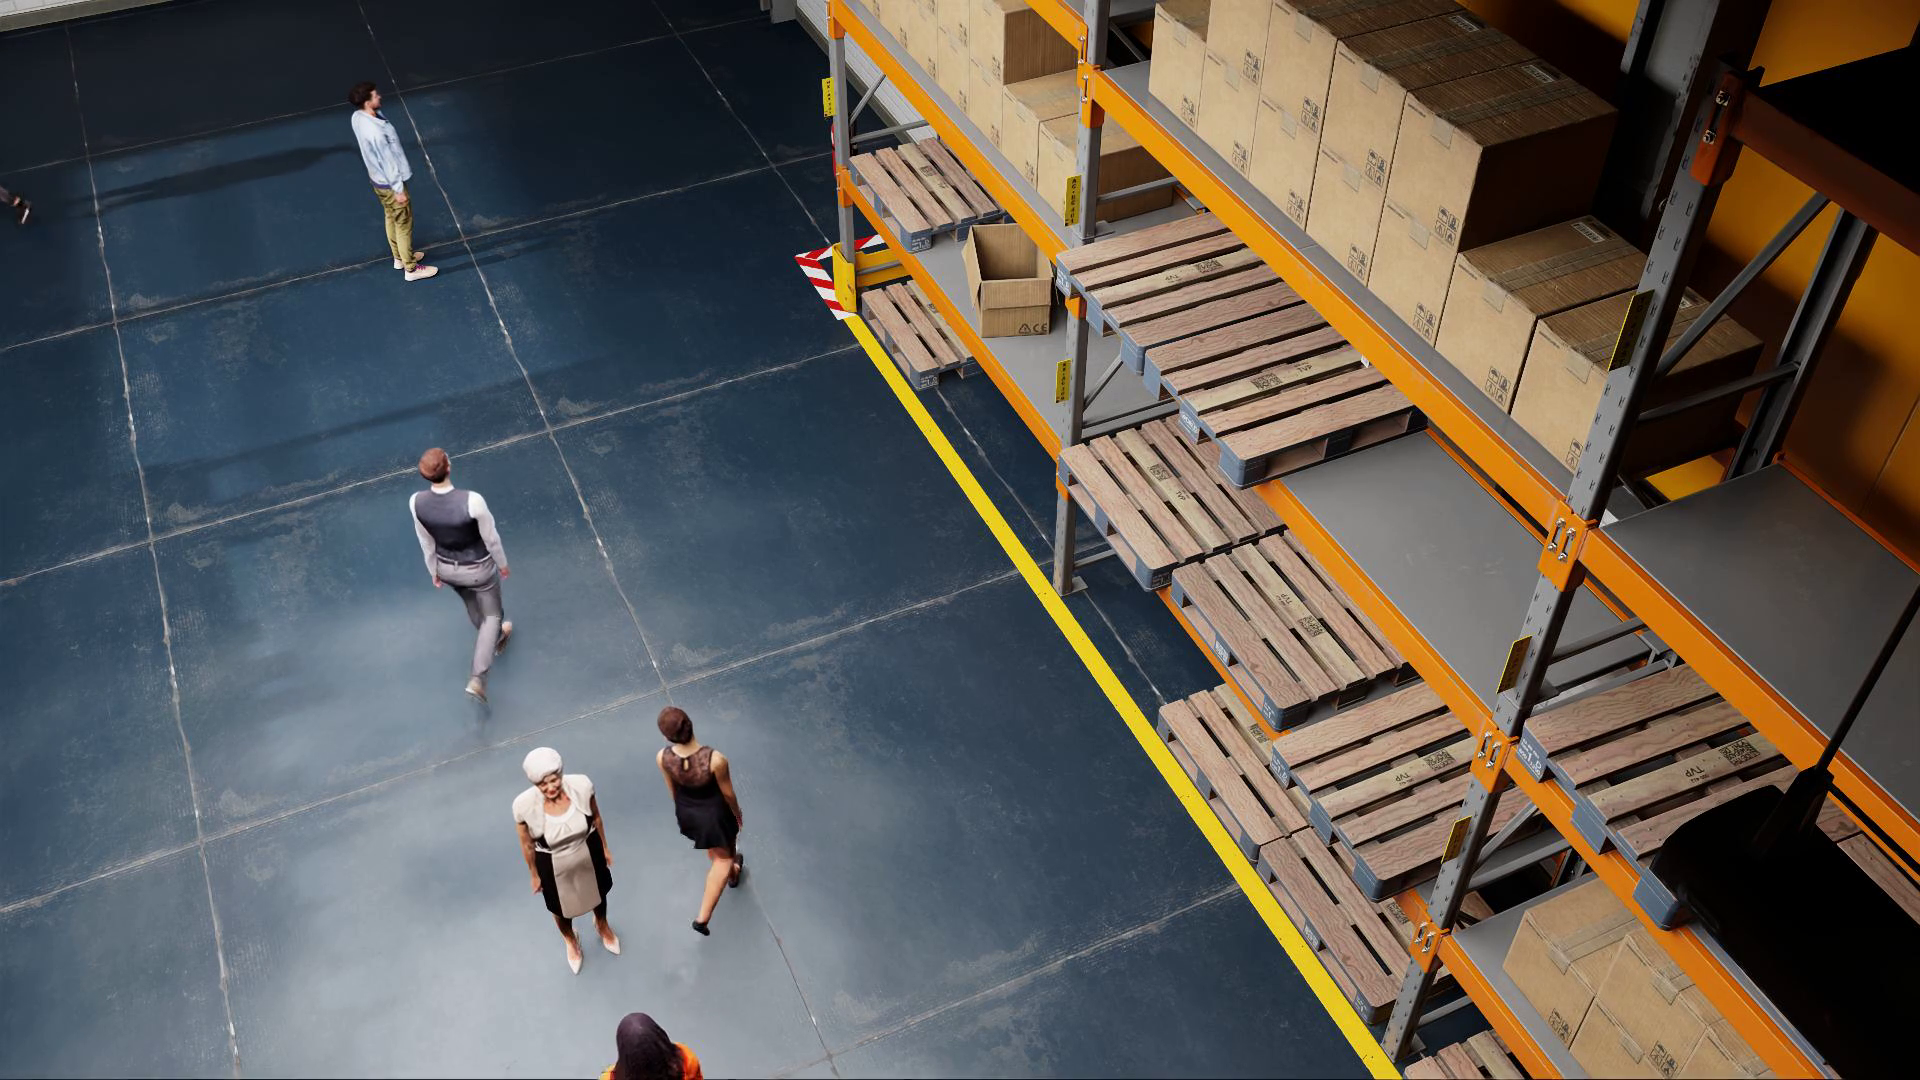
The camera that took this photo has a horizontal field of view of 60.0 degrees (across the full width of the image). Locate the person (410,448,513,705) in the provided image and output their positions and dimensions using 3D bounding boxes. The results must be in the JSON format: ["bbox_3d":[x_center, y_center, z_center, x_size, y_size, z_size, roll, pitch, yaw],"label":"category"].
[{"bbox_3d":[-3.178,0.232,10.664,1.045,1.913,1.210,5,44,5],"label":"person"}]

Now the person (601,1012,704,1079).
[{"bbox_3d":[-1.407,2.901,8.018,0.642,1.698,1.114,-16,46,-16],"label":"person"}]

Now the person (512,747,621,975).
[{"bbox_3d":[-2.160,1.751,9.183,0.628,1.756,0.529,-20,47,-20],"label":"person"}]

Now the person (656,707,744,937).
[{"bbox_3d":[-1.478,1.603,9.415,0.931,1.651,1.035,12,45,12],"label":"person"}]

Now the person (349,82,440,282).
[{"bbox_3d":[-4.885,-3.066,14.199,0.775,1.812,0.566,-26,49,-25],"label":"person"}]
